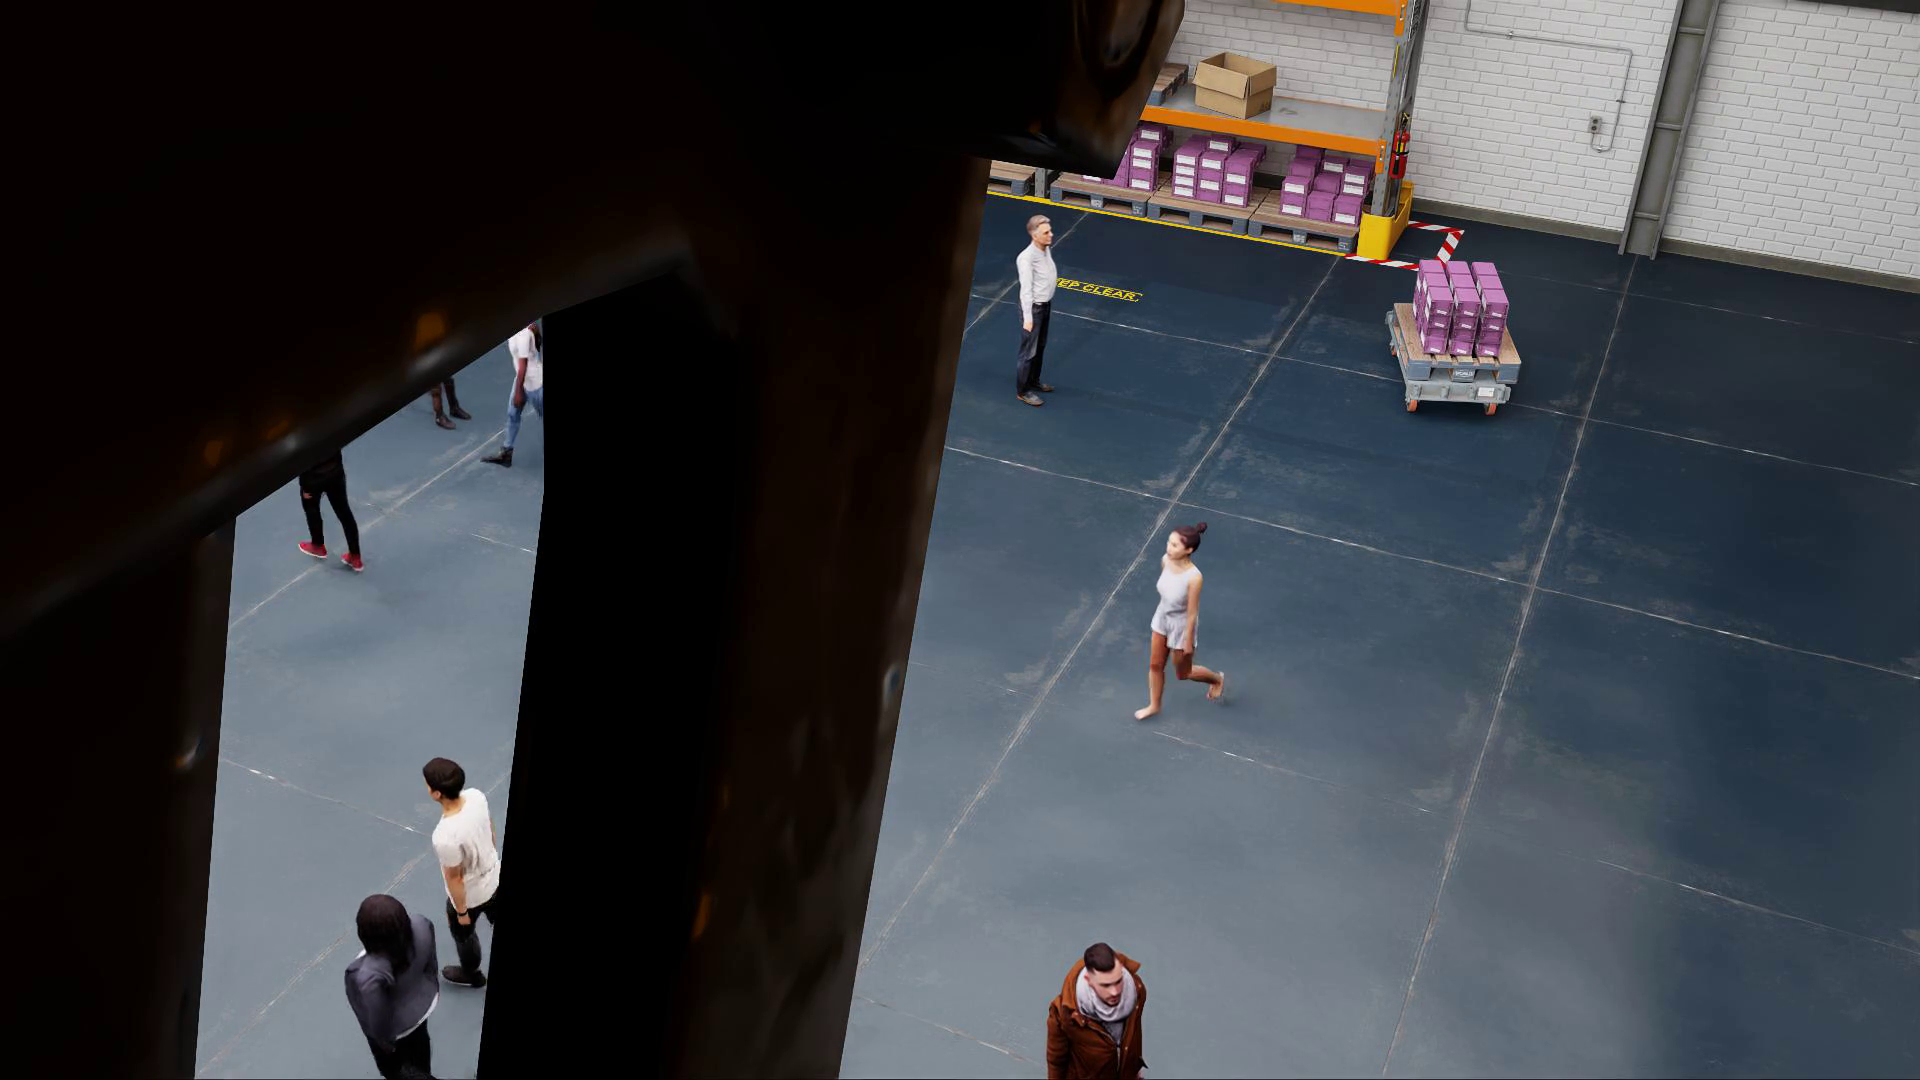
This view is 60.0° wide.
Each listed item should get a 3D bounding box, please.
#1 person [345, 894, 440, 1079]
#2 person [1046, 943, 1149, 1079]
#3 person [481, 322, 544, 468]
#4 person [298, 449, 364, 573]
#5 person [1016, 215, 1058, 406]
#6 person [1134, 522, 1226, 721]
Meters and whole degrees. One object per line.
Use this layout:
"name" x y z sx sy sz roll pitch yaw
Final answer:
"person" -2.849 2.455 8.644 0.843 1.581 0.694 12 36 18
"person" 0.659 2.648 8.121 0.855 1.839 0.896 -18 38 -25
"person" -3.595 -1.354 14.277 1.084 1.690 1.057 -12 36 -18
"person" -4.920 -0.470 12.977 0.915 1.656 0.727 23 40 30
"person" 0.702 -2.154 15.364 0.535 1.819 0.649 15 36 21
"person" 1.562 0.566 11.480 0.927 1.588 0.911 -15 37 -22
